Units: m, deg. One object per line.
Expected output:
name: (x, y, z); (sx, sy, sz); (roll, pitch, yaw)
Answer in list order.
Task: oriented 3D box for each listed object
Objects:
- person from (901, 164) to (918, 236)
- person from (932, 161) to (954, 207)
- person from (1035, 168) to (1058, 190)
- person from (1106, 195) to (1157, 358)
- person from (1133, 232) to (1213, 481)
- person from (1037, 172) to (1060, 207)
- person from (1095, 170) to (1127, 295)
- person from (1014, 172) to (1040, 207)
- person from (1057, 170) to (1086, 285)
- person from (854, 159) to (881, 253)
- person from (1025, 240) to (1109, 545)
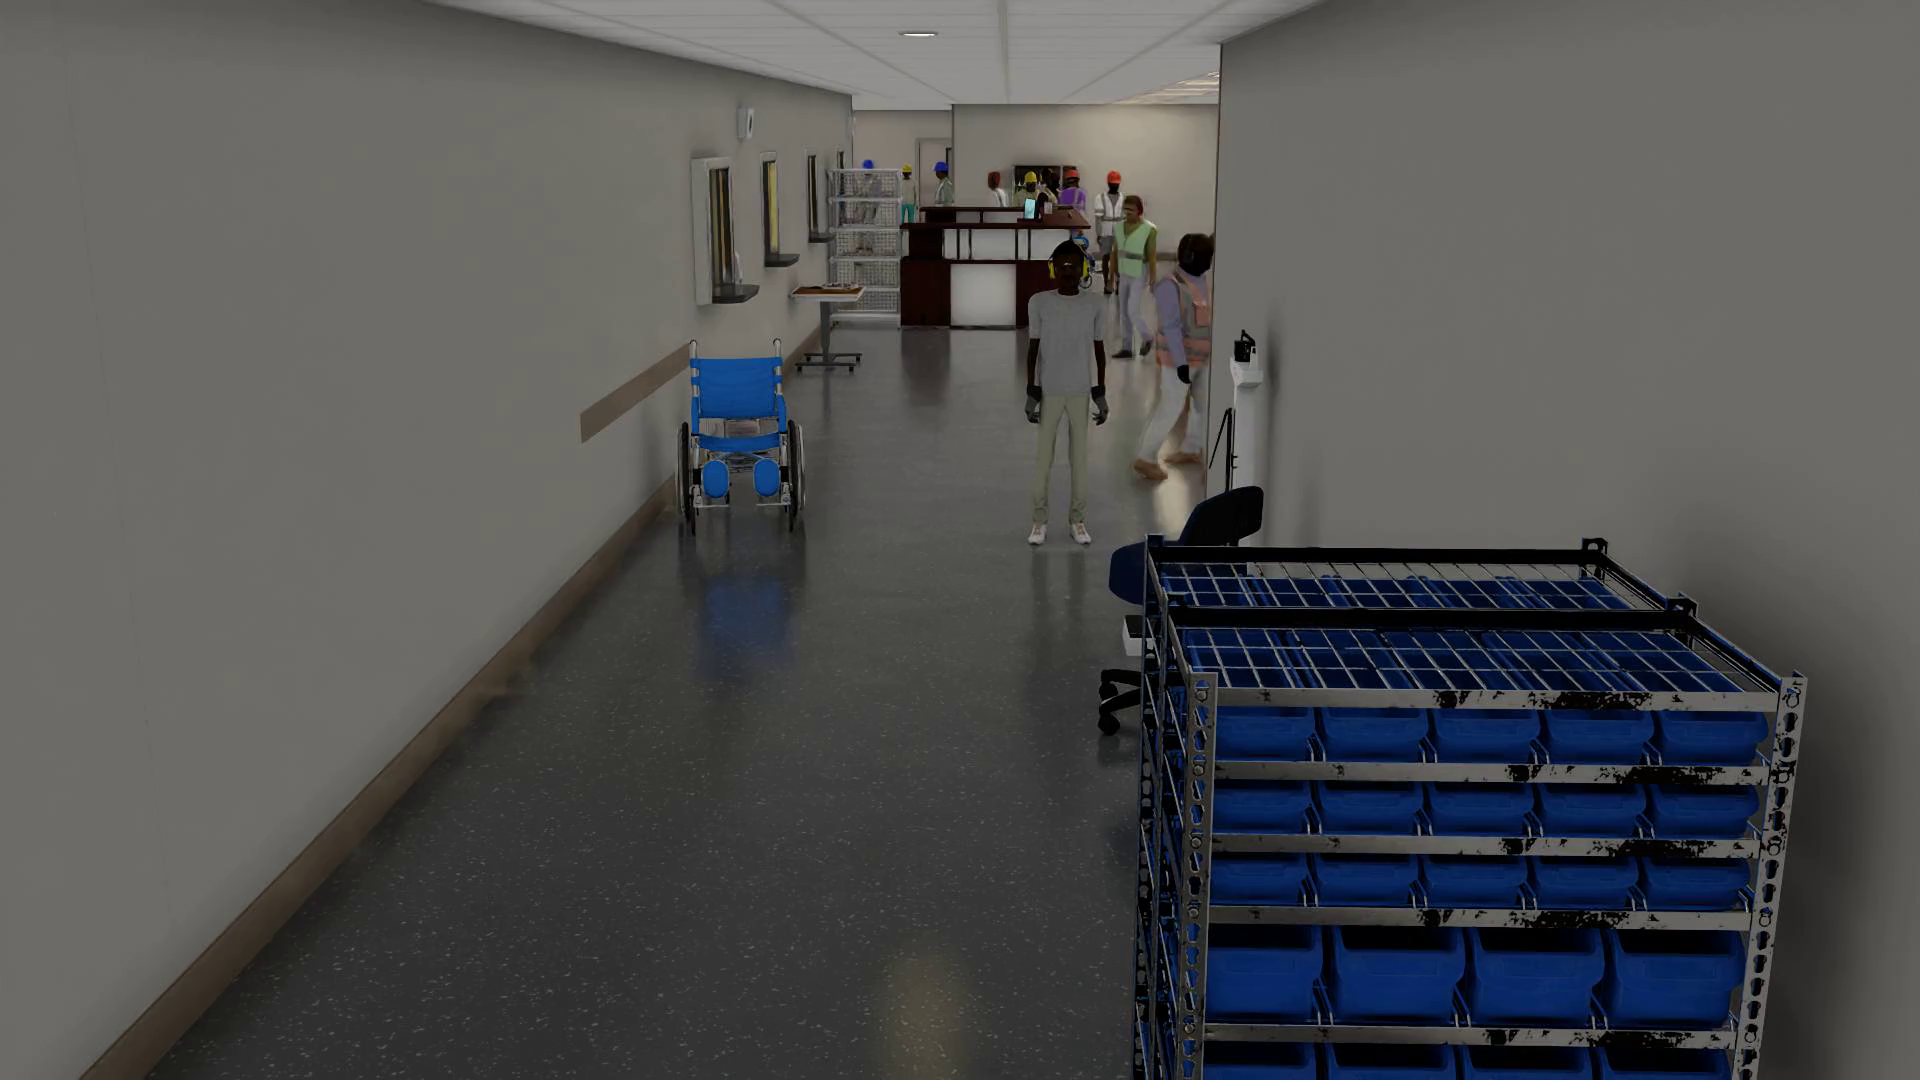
person: (-1.197, -7.587, 37.593); (0.526, 1.765, 0.329); (-2, 14, -6)
person: (-0.316, -6.129, 31.299); (0.409, 1.943, 0.615); (-3, 14, -12)
person: (1.528, -5.710, 29.793); (0.496, 1.861, 0.336); (4, 14, 17)
person: (1.920, -2.923, 18.538); (0.433, 1.822, 0.608); (-12, 18, -39)
person: (1.635, -1.298, 11.966); (0.813, 1.814, 0.629); (13, 19, 42)
person: (1.542, -5.296, 28.167); (0.431, 1.836, 0.626); (8, 16, 31)
person: (2.367, -4.732, 25.708); (0.552, 1.901, 0.841); (-1, 14, -5)
person: (1.219, -5.423, 28.693); (0.596, 1.828, 0.403); (-3, 14, -13)
person: (1.843, -5.121, 27.338); (0.584, 1.882, 0.610); (10, 17, 35)
person: (-1.941, -6.889, 34.404); (0.629, 1.930, 0.456); (7, 15, 26)
person: (0.658, -0.894, 10.204); (0.521, 1.873, 0.335); (0, 14, 0)
